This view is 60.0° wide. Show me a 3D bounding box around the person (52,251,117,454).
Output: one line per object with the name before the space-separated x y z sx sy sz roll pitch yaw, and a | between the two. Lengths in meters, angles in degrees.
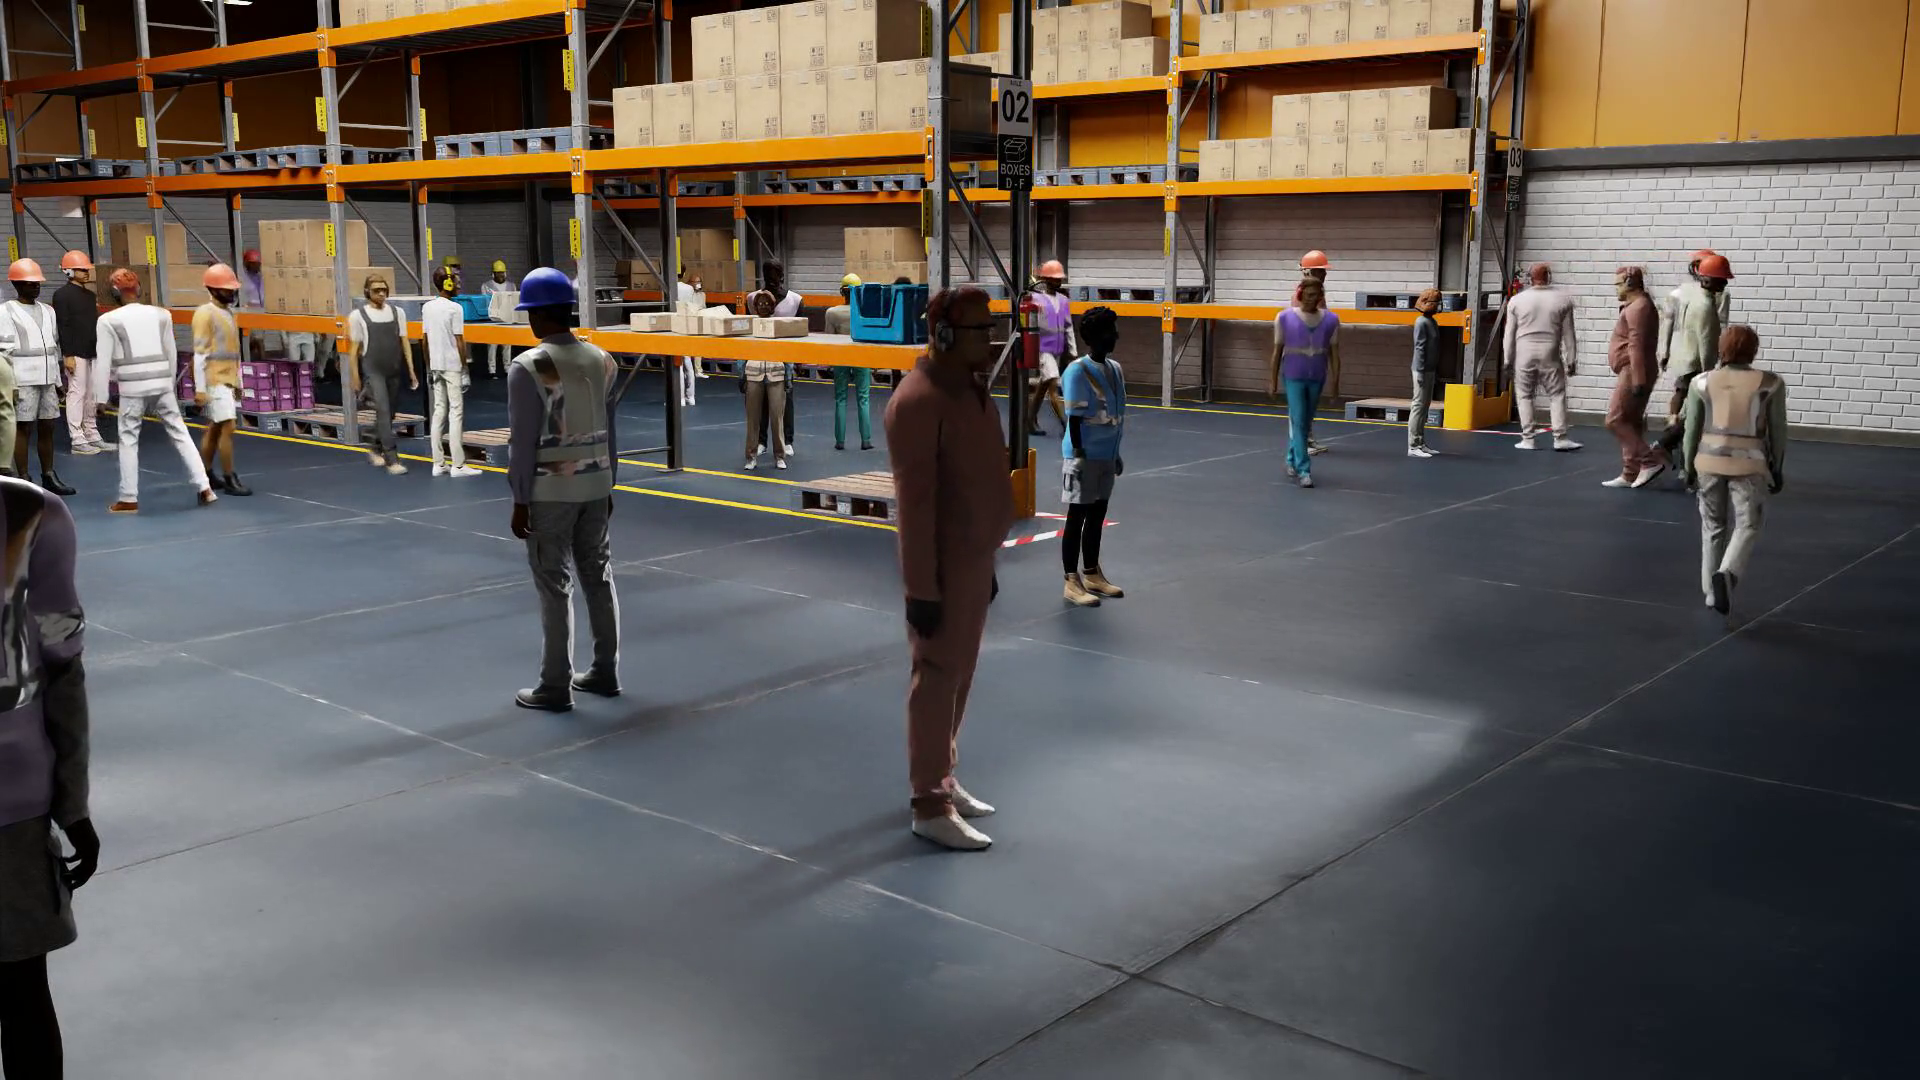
person | -8.659 -1.846 16.420 0.382 1.995 0.612 0 10 0

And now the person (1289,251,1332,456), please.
person | 3.438 -1.831 16.339 0.376 1.995 0.608 6 12 31

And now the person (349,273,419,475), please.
person | -5.268 -1.519 15.111 0.918 1.811 0.515 10 14 44

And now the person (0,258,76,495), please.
person | -7.471 -1.293 13.439 0.359 1.938 0.545 3 10 17

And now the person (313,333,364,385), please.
person | -9.289 -3.191 24.664 0.906 1.792 0.601 5 11 27

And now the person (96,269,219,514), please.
person | -6.181 -1.129 12.729 0.545 1.865 0.806 9 13 42

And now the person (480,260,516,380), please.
person | -7.084 -3.388 25.658 0.591 1.834 0.404 -8 13 -38

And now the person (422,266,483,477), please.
person | -4.541 -1.489 14.767 0.518 1.863 0.323 6 12 32

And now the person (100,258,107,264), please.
person | -12.186 -3.034 23.541 1.017 1.875 0.630 -5 11 -25

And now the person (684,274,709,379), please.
person | -4.117 -3.310 25.821 0.284 1.626 0.504 7 12 34

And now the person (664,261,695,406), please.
person | -3.614 -2.650 21.354 0.319 1.871 0.532 5 11 27

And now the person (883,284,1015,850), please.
person | -0.012 0.082 5.714 0.403 1.908 0.651 3 11 19

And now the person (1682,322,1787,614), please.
person | 4.222 -0.379 9.129 0.524 1.618 0.610 8 13 37

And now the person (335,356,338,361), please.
person | -11.004 -3.977 29.591 0.269 1.631 0.511 -8 13 -38

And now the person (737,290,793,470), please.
person | -1.781 -1.458 15.222 0.511 1.641 0.308 -1 10 -7

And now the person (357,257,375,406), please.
person | -7.637 -2.695 21.416 0.630 1.940 0.372 9 13 41

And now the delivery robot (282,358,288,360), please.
delivery robot | -8.966 -2.180 22.153 0.707 0.478 0.477 6 11 30

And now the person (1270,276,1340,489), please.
person | 2.970 -1.382 14.387 0.576 1.791 0.986 -1 10 -6

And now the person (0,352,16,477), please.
person | -5.357 -0.440 8.886 0.599 1.827 0.404 1 10 5

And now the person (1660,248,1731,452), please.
person | 7.195 -1.839 16.313 0.626 2.019 0.581 8 13 38

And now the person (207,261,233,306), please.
person | -10.130 -2.887 22.797 0.973 1.835 0.592 8 13 38

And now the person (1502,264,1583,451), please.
person | 5.845 -1.815 16.640 0.800 1.872 0.488 2 10 13

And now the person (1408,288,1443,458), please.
person | 4.533 -1.622 16.171 0.276 1.633 0.507 6 11 29

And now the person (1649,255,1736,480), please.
person | 6.406 -1.488 14.479 0.523 1.966 0.614 4 11 21

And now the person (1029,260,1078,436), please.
person | 1.012 -2.019 17.710 0.569 1.882 0.977 -9 14 -42

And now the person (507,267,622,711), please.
person | -1.753 -0.223 7.342 0.410 1.938 0.609 6 12 31

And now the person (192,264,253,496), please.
person | -6.116 -1.306 13.680 0.606 1.901 0.605 0 10 2

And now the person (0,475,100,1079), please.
person | -1.939 0.508 3.172 0.545 1.942 0.350 -7 12 -35

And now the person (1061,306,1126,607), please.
person | 0.766 -0.482 9.501 0.322 1.697 0.530 7 12 34

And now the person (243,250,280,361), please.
person | -10.345 -3.262 24.488 1.057 1.989 0.619 5 11 27

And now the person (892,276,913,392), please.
person | -0.695 -2.357 20.224 0.541 1.688 0.369 -2 10 -12

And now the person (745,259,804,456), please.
person | -1.815 -1.777 16.264 0.587 1.914 0.392 1 10 4

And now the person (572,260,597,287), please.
person | -4.855 -2.751 21.833 0.439 1.900 0.661 1 10 4

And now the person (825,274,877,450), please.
person | -1.088 -1.784 16.721 0.533 1.768 0.310 0 10 2

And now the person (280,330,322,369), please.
person | -8.450 -2.570 21.304 0.502 1.729 0.439 -9 13 -42

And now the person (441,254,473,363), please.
person | -8.894 -4.043 29.170 0.672 1.902 0.608 -2 10 -12

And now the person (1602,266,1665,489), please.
person | 5.663 -1.354 13.976 0.439 1.879 0.660 5 11 28

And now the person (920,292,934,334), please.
person | -0.125 -0.713 10.665 0.619 1.740 0.541 1 10 4
